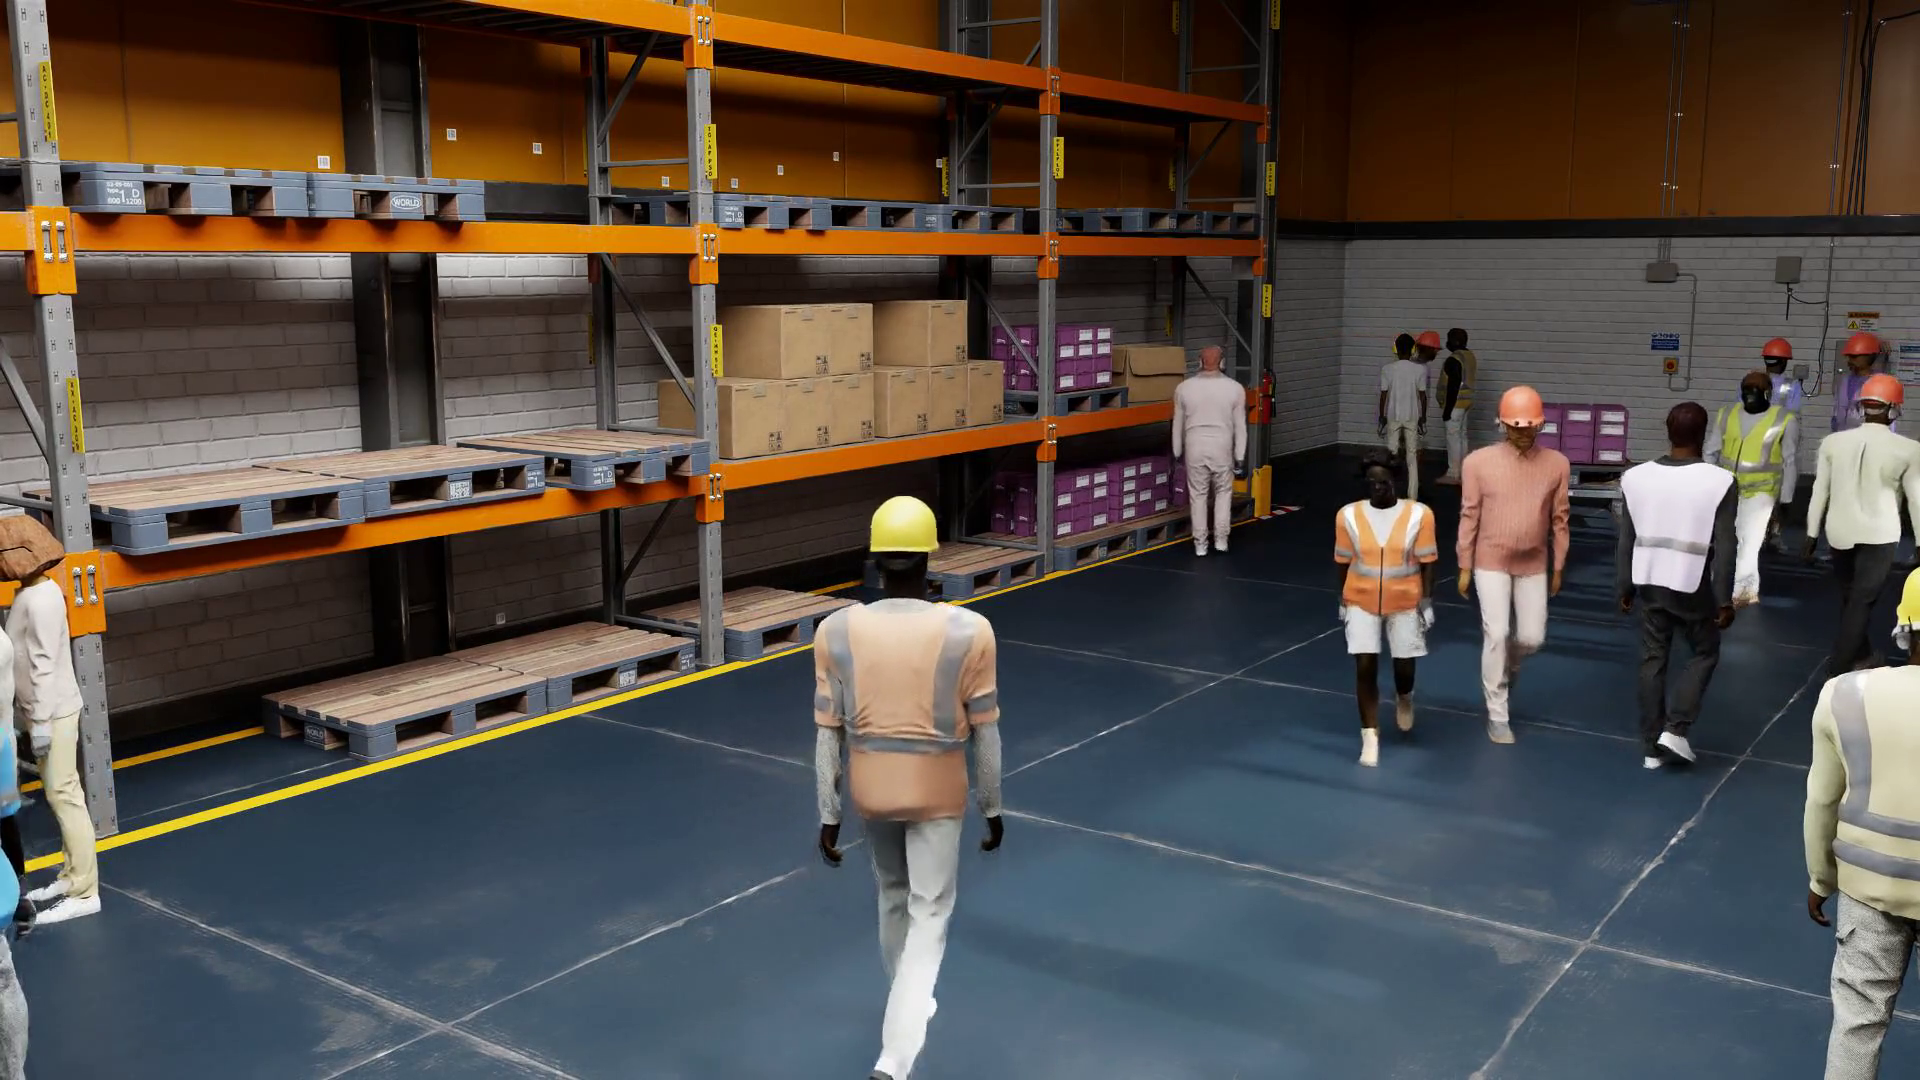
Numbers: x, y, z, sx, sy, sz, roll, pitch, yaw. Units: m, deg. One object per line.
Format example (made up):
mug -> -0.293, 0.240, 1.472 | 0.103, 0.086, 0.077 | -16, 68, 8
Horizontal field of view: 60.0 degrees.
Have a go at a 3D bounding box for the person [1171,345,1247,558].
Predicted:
person -> 2.225, -0.793, 14.822 | 0.679, 1.880, 0.650 | 2, 10, 13

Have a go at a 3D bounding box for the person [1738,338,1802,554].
person -> 7.302, -0.851, 15.019 | 0.377, 1.932, 0.551 | -9, 13, -43

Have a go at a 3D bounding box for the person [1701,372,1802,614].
person -> 5.842, -0.351, 12.445 | 0.945, 1.794, 0.623 | -7, 12, -37

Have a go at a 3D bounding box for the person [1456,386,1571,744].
person -> 3.041, 0.113, 9.223 | 0.625, 1.962, 0.630 | 0, 10, 2

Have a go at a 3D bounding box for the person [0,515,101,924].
person -> -3.667, 0.707, 6.662 | 0.270, 1.627, 0.496 | -6, 11, -33

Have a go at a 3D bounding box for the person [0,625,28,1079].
person -> -2.961, 0.882, 4.710 | 0.371, 1.934, 0.627 | 4, 10, 22

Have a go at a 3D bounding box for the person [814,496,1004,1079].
person -> -0.180, 0.808, 5.284 | 0.592, 1.901, 0.921 | 2, 10, 14

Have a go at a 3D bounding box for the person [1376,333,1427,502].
person -> 4.670, -1.244, 17.568 | 0.521, 1.869, 0.328 | 3, 10, 17

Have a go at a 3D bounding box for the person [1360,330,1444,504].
person -> 4.789, -1.314, 17.949 | 0.778, 1.898, 0.554 | -1, 10, -4

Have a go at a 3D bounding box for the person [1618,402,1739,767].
person -> 3.690, 0.242, 8.580 | 0.616, 1.907, 0.454 | 9, 13, 43

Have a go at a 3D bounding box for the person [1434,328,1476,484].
person -> 5.834, -1.577, 19.629 | 0.429, 1.840, 0.634 | 6, 12, 34

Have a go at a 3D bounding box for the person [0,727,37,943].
person -> -2.829, 1.040, 4.493 | 0.604, 1.674, 0.551 | 1, 10, 9

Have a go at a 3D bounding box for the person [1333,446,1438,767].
person -> 2.233, 0.325, 8.771 | 0.540, 1.674, 0.554 | 3, 10, 19

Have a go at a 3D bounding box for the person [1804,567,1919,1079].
person -> 2.647, 0.951, 4.582 | 0.591, 1.837, 0.403 | 7, 12, 36

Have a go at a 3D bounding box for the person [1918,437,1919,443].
person -> 8.185, -0.573, 13.714 | 0.681, 1.821, 0.532 | -8, 13, -40

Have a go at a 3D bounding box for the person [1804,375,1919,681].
person -> 5.553, -0.036, 10.169 | 1.046, 1.937, 0.649 | -7, 12, -37

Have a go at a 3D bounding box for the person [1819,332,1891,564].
person -> 7.839, -0.795, 14.436 | 0.691, 2.026, 0.618 | -3, 10, -17
